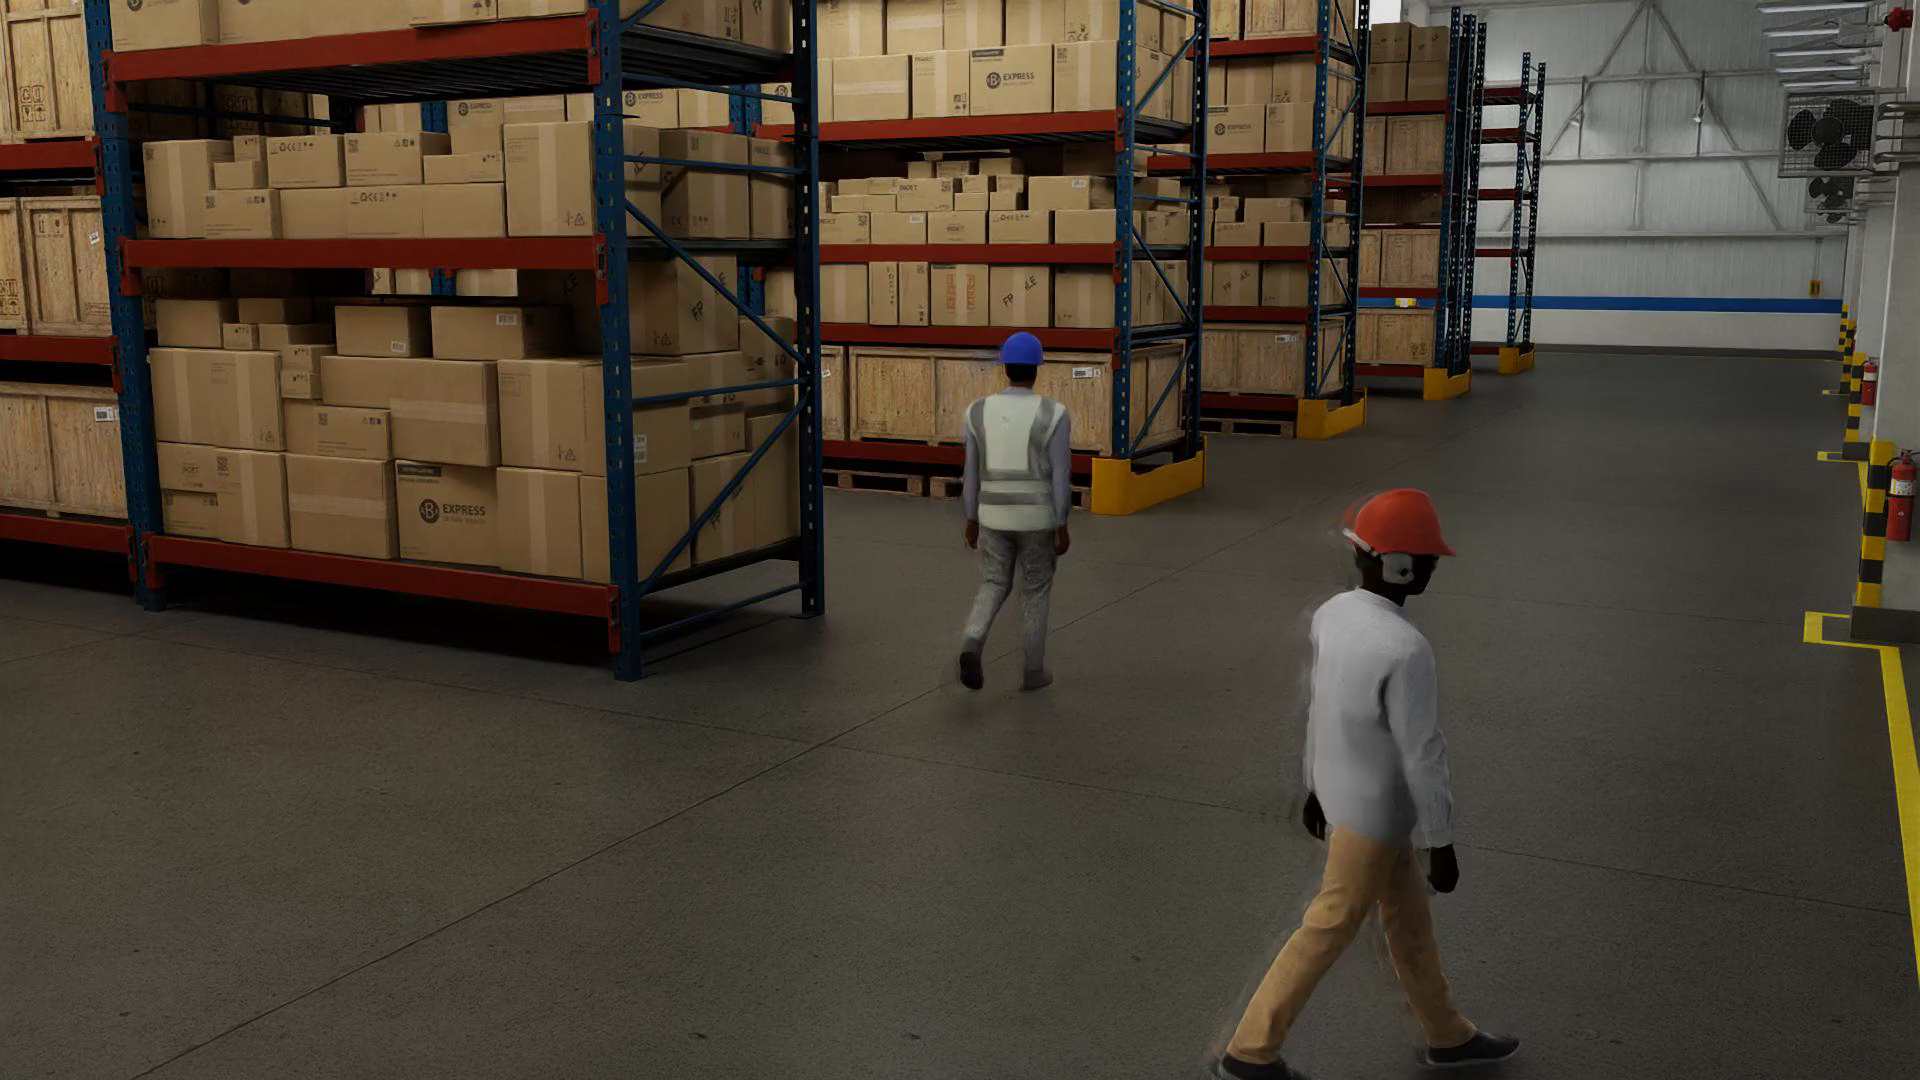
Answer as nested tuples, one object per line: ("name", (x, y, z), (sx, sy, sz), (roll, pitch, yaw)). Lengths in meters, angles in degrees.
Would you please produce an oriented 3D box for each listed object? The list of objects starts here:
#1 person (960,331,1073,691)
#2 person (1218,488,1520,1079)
("person", (0.271, -0.118, 8.700), (0.621, 1.931, 0.658), (5, 11, 26))
("person", (1.143, 0.705, 4.576), (0.914, 1.705, 0.583), (-1, 10, -6))
